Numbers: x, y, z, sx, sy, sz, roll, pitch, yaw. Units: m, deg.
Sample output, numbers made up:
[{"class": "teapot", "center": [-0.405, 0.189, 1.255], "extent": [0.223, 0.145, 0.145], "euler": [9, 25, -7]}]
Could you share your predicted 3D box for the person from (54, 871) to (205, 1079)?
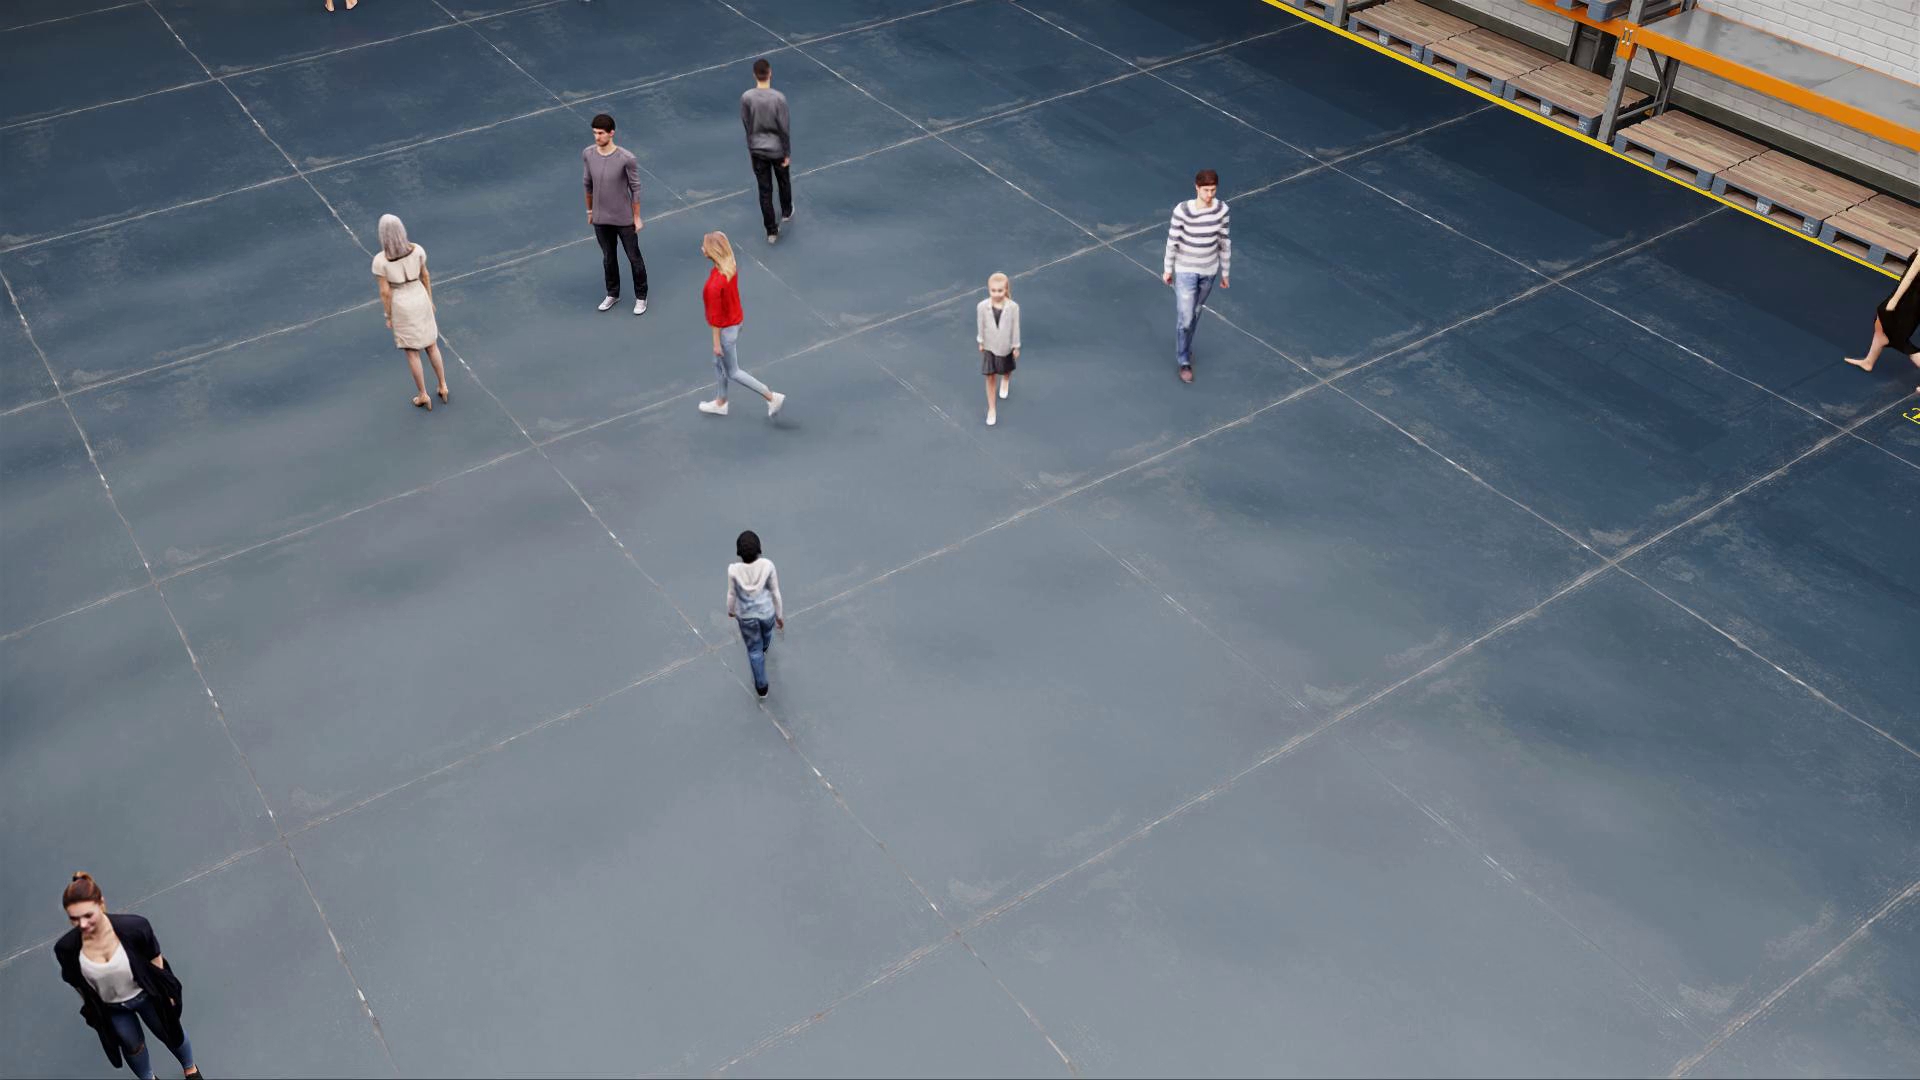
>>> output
[{"class": "person", "center": [-4.182, 2.286, 8.385], "extent": [0.687, 1.683, 0.652], "euler": [-13, 40, -15]}]

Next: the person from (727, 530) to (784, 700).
[{"class": "person", "center": [-1.347, 0.511, 10.973], "extent": [0.689, 1.228, 0.914], "euler": [-9, 39, -11]}]

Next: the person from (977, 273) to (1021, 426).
[{"class": "person", "center": [0.328, -1.627, 13.628], "extent": [0.828, 1.256, 0.919], "euler": [3, 39, 4]}]

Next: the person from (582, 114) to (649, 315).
[{"class": "person", "center": [-3.058, -2.895, 14.736], "extent": [0.724, 1.854, 0.797], "euler": [8, 39, 10]}]

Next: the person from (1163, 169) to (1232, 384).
[{"class": "person", "center": [1.959, -2.324, 14.041], "extent": [0.873, 1.829, 1.011], "euler": [-8, 39, -10]}]

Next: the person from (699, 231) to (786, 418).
[{"class": "person", "center": [-1.805, -1.673, 13.342], "extent": [1.086, 1.685, 1.004], "euler": [8, 39, 10]}]

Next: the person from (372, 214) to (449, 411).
[{"class": "person", "center": [-4.455, -1.849, 13.521], "extent": [0.609, 1.736, 0.561], "euler": [-28, 46, -30]}]

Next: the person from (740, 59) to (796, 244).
[{"class": "person", "center": [-1.833, -3.648, 15.773], "extent": [0.929, 1.736, 1.036], "euler": [1, 39, 1]}]

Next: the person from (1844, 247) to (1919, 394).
[{"class": "person", "center": [7.958, -1.956, 13.765], "extent": [0.657, 1.599, 1.036], "euler": [-30, 48, -32]}]
